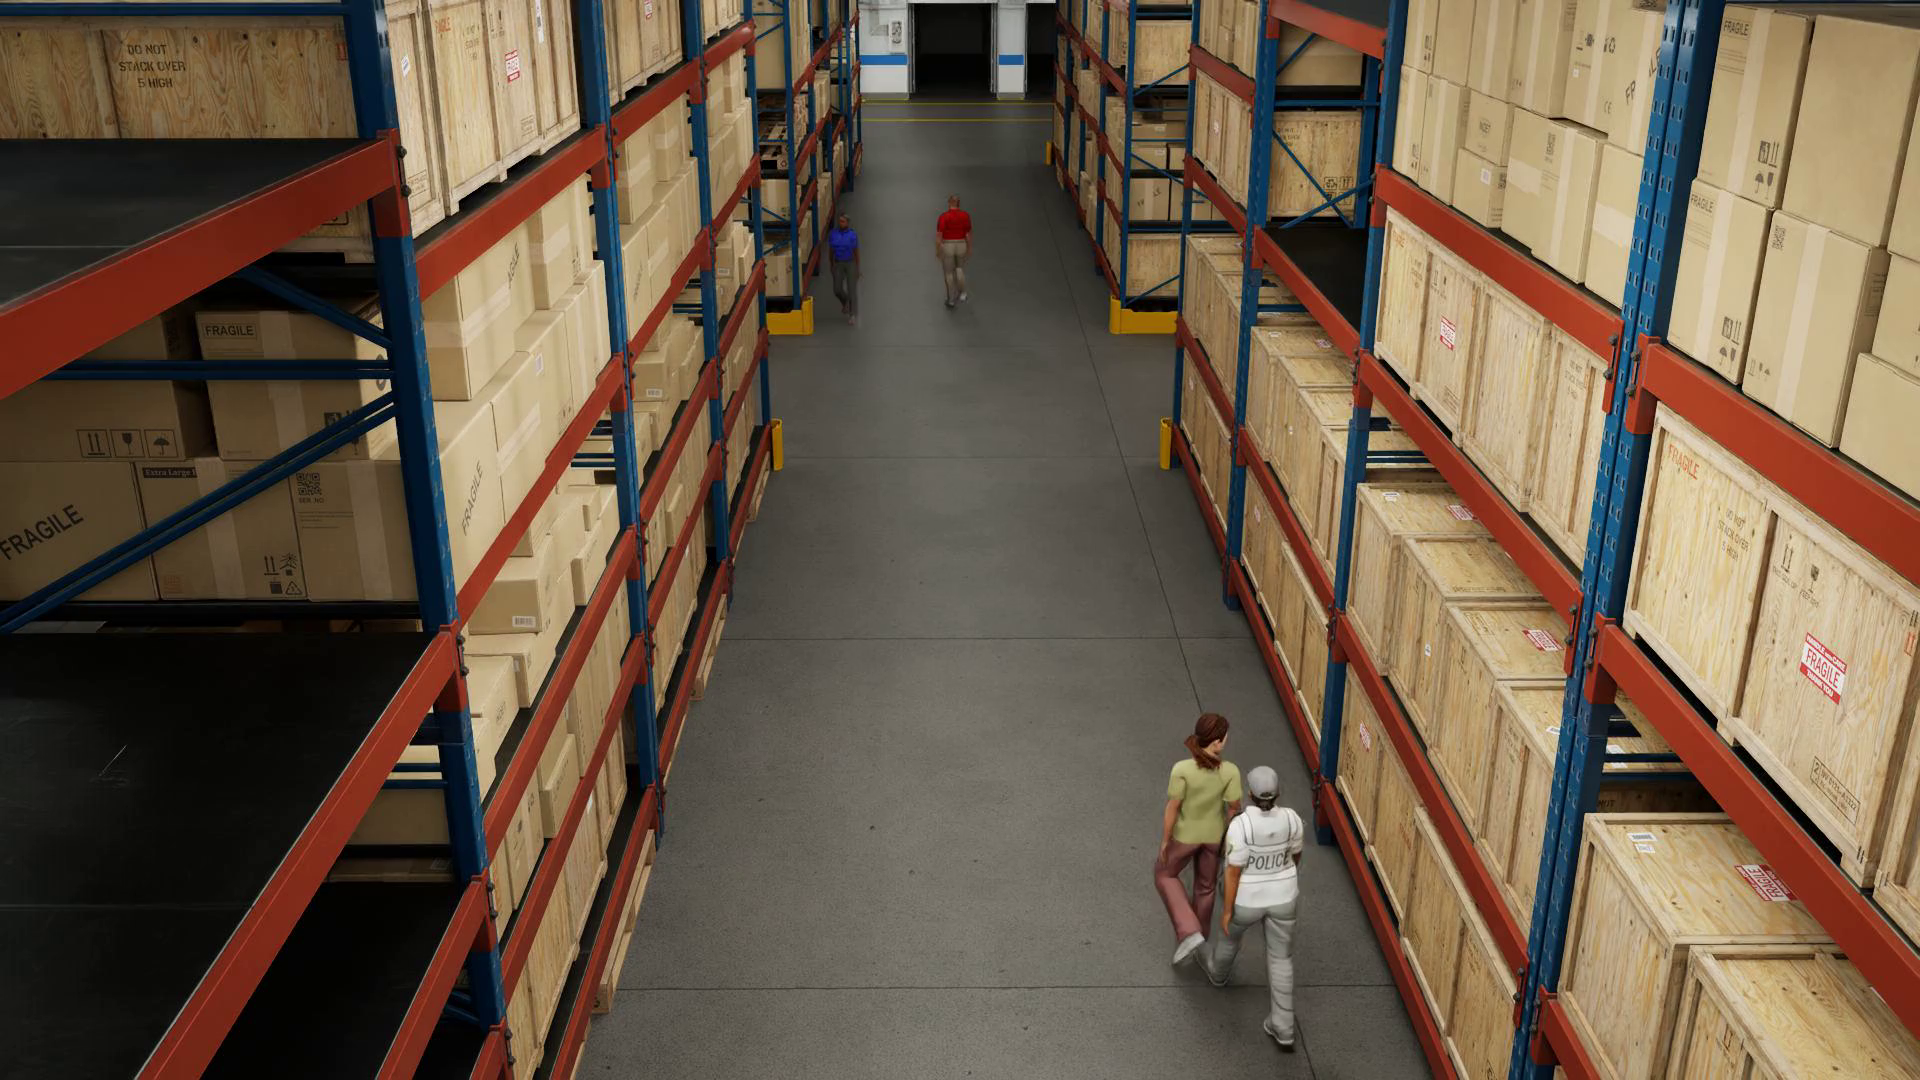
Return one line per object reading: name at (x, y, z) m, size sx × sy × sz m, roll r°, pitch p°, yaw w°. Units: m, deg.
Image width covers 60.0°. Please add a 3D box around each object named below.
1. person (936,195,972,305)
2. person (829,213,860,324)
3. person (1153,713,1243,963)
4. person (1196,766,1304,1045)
person at (-0.126, -4.556, 26.088) m, size 0.582 × 1.727 × 0.451 m, roll -8°, pitch 23°, yaw -20°
person at (-1.726, -4.137, 25.128) m, size 0.486 × 1.652 × 0.543 m, roll 4°, pitch 22°, yaw 9°
person at (1.434, 1.805, 10.023) m, size 0.472 × 1.678 × 0.593 m, roll -2°, pitch 22°, yaw -5°
person at (1.708, 2.005, 9.573) m, size 0.494 × 1.630 × 0.922 m, roll -3°, pitch 22°, yaw -6°
